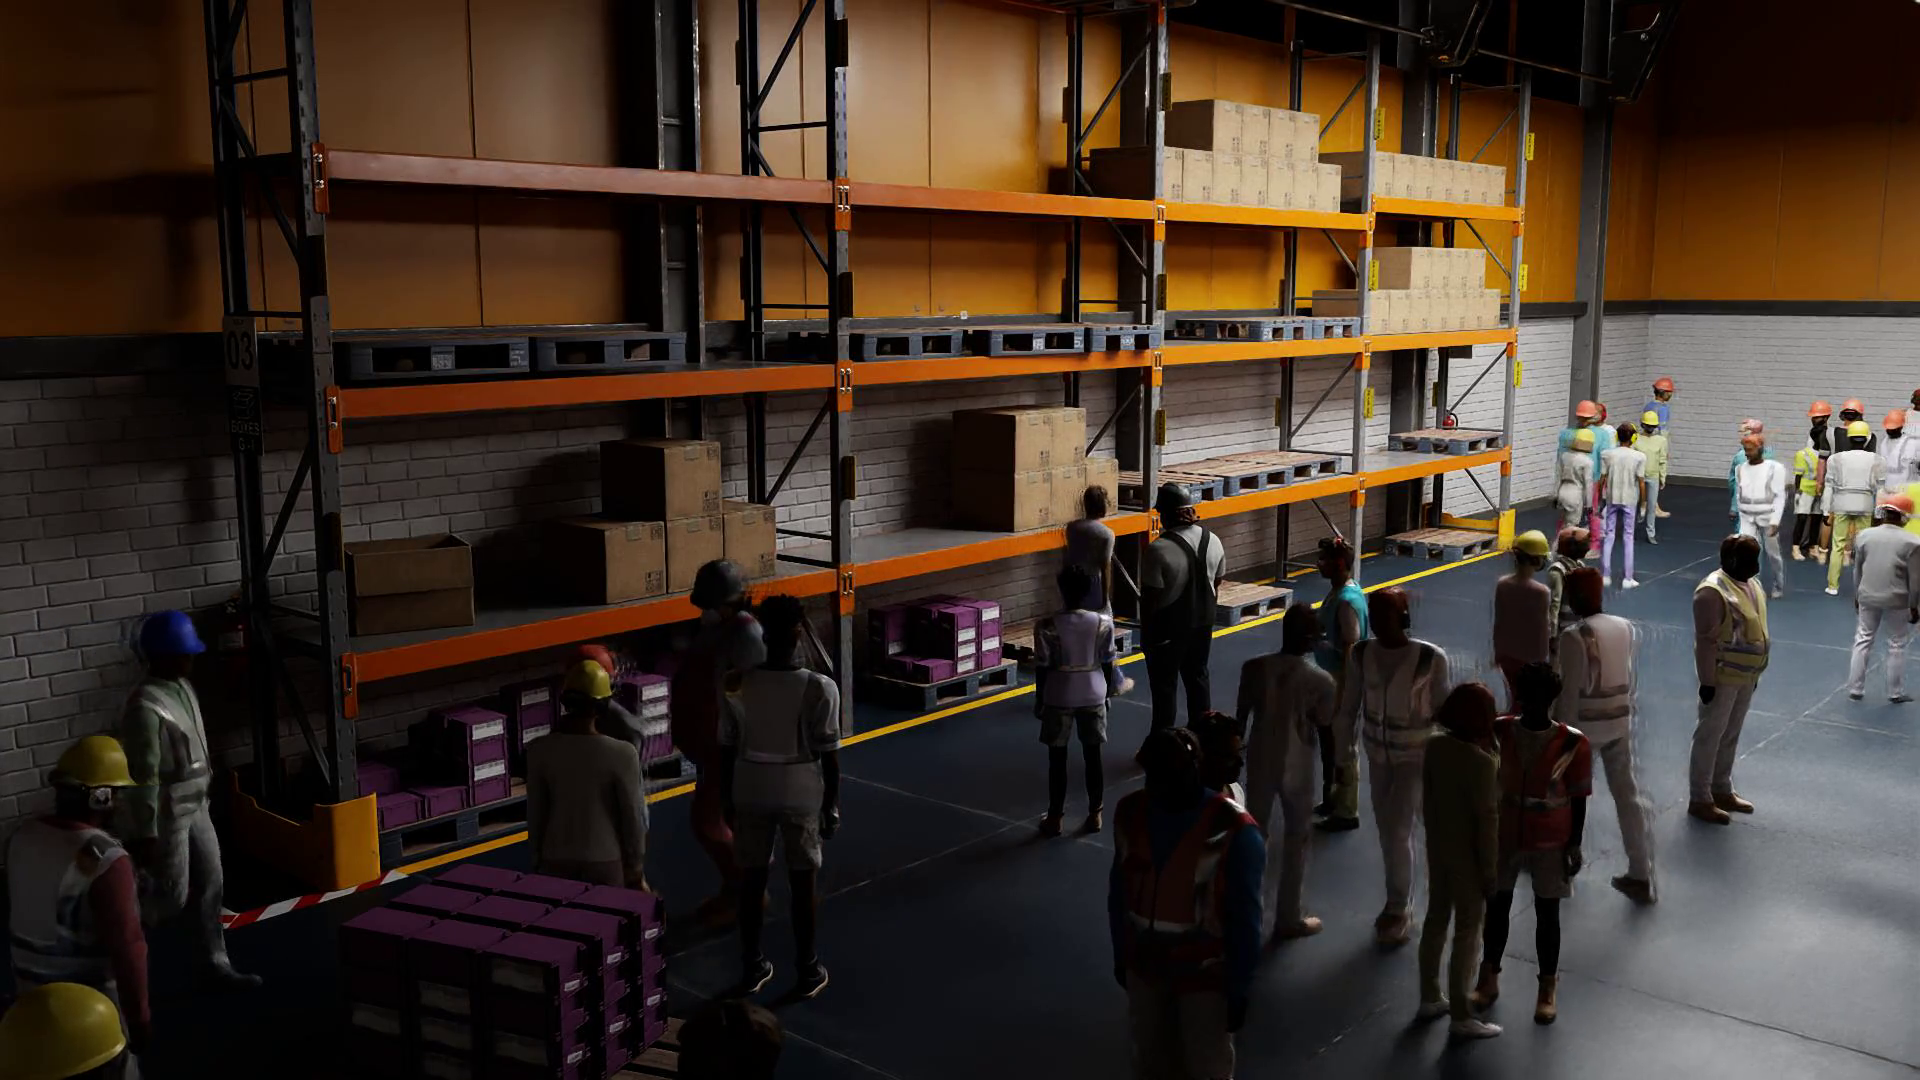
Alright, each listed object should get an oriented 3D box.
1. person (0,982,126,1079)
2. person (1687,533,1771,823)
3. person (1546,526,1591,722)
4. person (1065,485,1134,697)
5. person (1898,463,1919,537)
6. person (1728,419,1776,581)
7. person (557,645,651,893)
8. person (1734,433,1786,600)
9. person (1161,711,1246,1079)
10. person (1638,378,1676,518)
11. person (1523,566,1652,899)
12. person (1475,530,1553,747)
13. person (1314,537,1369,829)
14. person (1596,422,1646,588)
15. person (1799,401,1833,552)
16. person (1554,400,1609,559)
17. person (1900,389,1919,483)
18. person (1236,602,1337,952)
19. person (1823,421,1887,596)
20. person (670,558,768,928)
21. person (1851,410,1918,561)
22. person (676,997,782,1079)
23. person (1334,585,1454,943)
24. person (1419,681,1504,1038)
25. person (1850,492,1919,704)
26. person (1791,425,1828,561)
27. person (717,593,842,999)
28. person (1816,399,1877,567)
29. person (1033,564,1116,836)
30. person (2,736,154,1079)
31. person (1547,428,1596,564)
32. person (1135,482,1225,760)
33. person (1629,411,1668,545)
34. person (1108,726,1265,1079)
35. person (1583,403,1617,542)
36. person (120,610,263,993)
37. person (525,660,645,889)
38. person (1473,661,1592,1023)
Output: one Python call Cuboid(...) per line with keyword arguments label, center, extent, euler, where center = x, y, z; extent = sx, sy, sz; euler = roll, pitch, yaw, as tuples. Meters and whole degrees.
Cuboid(label="person", center=(-1.919, 1.898, 3.696), extent=(0.585, 1.929, 0.371), euler=(4, 10, 25))
Cuboid(label="person", center=(4.926, 0.865, 10.637), extent=(0.634, 1.841, 0.429), euler=(-7, 11, -38))
Cuboid(label="person", center=(4.494, 0.704, 12.376), extent=(0.527, 1.631, 0.315), euler=(-9, 12, -44))
Cuboid(label="person", center=(1.068, 0.450, 13.490), extent=(0.510, 1.797, 0.955), euler=(7, 11, 39))
Cuboid(label="person", center=(9.827, -0.037, 17.035), extent=(0.825, 1.661, 0.531), euler=(-7, 12, -40))
Cuboid(label="person", center=(8.780, -0.397, 18.571), extent=(0.651, 1.905, 0.409), euler=(-7, 11, -38))
Cuboid(label="person", center=(-1.753, 1.350, 7.878), extent=(0.596, 1.723, 0.711), euler=(8, 12, 41))
Cuboid(label="person", center=(8.540, -0.230, 17.722), extent=(0.990, 1.844, 0.589), euler=(-8, 12, -41))
Cuboid(label="person", center=(0.909, 1.538, 6.281), extent=(0.390, 1.846, 0.565), euler=(5, 10, 30))
Cuboid(label="person", center=(10.194, -1.349, 24.299), extent=(0.404, 2.035, 0.609), euler=(0, 9, -3))
Cuboid(label="person", center=(3.545, 1.053, 9.429), extent=(0.686, 1.826, 0.978), euler=(-5, 10, -29))
Cuboid(label="person", center=(3.777, 0.798, 11.410), extent=(0.670, 1.746, 0.520), euler=(-3, 9, -17))
Cuboid(label="person", center=(2.403, 0.893, 10.443), extent=(0.375, 1.844, 0.567), euler=(1, 9, 8))
Cuboid(label="person", center=(7.430, -0.394, 18.685), extent=(0.533, 1.864, 0.310), euler=(6, 11, 35))
Cuboid(label="person", center=(10.870, -0.800, 21.092), extent=(0.389, 1.930, 0.543), euler=(-1, 9, -8))
Cuboid(label="person", center=(7.693, -0.748, 20.622), extent=(0.623, 1.979, 0.438), euler=(4, 10, 23))
Cuboid(label="person", center=(13.887, -1.258, 24.194), extent=(0.576, 1.884, 0.355), euler=(7, 11, 36))
Cuboid(label="person", center=(1.623, 1.213, 8.514), extent=(0.584, 1.815, 0.468), euler=(5, 10, 27))
Cuboid(label="person", center=(9.726, -0.333, 18.119), extent=(0.587, 1.920, 0.396), euler=(4, 10, 25))
Cuboid(label="person", center=(-1.260, 1.055, 8.775), extent=(0.535, 2.000, 0.723), euler=(-4, 10, -24))
Cuboid(label="person", center=(11.259, -0.631, 20.167), extent=(0.939, 1.874, 0.545), euler=(-4, 10, -23))
Cuboid(label="person", center=(-0.474, 1.926, 3.837), extent=(0.341, 1.837, 0.502), euler=(-2, 9, -15))
Cuboid(label="person", center=(2.236, 1.161, 8.676), extent=(0.656, 1.861, 0.618), euler=(-9, 12, -44))
Cuboid(label="person", center=(2.290, 1.443, 7.608), extent=(0.272, 1.628, 0.521), euler=(-3, 9, -17))
Cuboid(label="person", center=(7.549, 0.475, 13.527), extent=(0.499, 1.731, 0.566), euler=(-6, 11, -34))
Cuboid(label="person", center=(10.485, -0.580, 20.444), extent=(0.533, 1.687, 0.323), euler=(-1, 9, -6))
Cuboid(label="person", center=(-0.858, 1.225, 7.963), extent=(0.599, 1.958, 0.378), euler=(1, 9, 5))
Cuboid(label="person", center=(10.673, -0.686, 20.060), extent=(0.612, 2.029, 0.409), euler=(5, 10, 29))
Cuboid(label="person", center=(0.702, 0.990, 10.303), extent=(0.535, 1.697, 0.318), euler=(-2, 9, -12))
Cuboid(label="person", center=(-3.189, 1.609, 5.966), extent=(0.723, 1.807, 0.527), euler=(4, 10, 25))
Cuboid(label="person", center=(7.237, -0.461, 19.585), extent=(0.425, 1.708, 0.518), euler=(-4, 10, -23))
Cuboid(label="person", center=(1.516, 0.583, 11.817), extent=(0.680, 2.000, 0.535), euler=(-6, 10, -32))
Cuboid(label="person", center=(8.950, -0.808, 21.705), extent=(0.528, 1.761, 0.339), euler=(1, 9, 8))
Cuboid(label="person", center=(0.801, 1.572, 6.120), extent=(0.648, 1.832, 0.432), euler=(7, 11, 38))
Cuboid(label="person", center=(8.424, -0.890, 21.978), extent=(0.385, 1.837, 0.564), euler=(-4, 10, -22))
Cuboid(label="person", center=(-3.798, 1.271, 7.804), extent=(0.788, 1.920, 0.613), euler=(-1, 9, -8))
Cuboid(label="person", center=(-1.666, 1.406, 7.426), extent=(0.533, 1.760, 0.338), euler=(1, 9, 4))
Cuboid(label="person", center=(2.643, 1.388, 7.743), extent=(0.531, 1.692, 0.320), euler=(5, 10, 30))
